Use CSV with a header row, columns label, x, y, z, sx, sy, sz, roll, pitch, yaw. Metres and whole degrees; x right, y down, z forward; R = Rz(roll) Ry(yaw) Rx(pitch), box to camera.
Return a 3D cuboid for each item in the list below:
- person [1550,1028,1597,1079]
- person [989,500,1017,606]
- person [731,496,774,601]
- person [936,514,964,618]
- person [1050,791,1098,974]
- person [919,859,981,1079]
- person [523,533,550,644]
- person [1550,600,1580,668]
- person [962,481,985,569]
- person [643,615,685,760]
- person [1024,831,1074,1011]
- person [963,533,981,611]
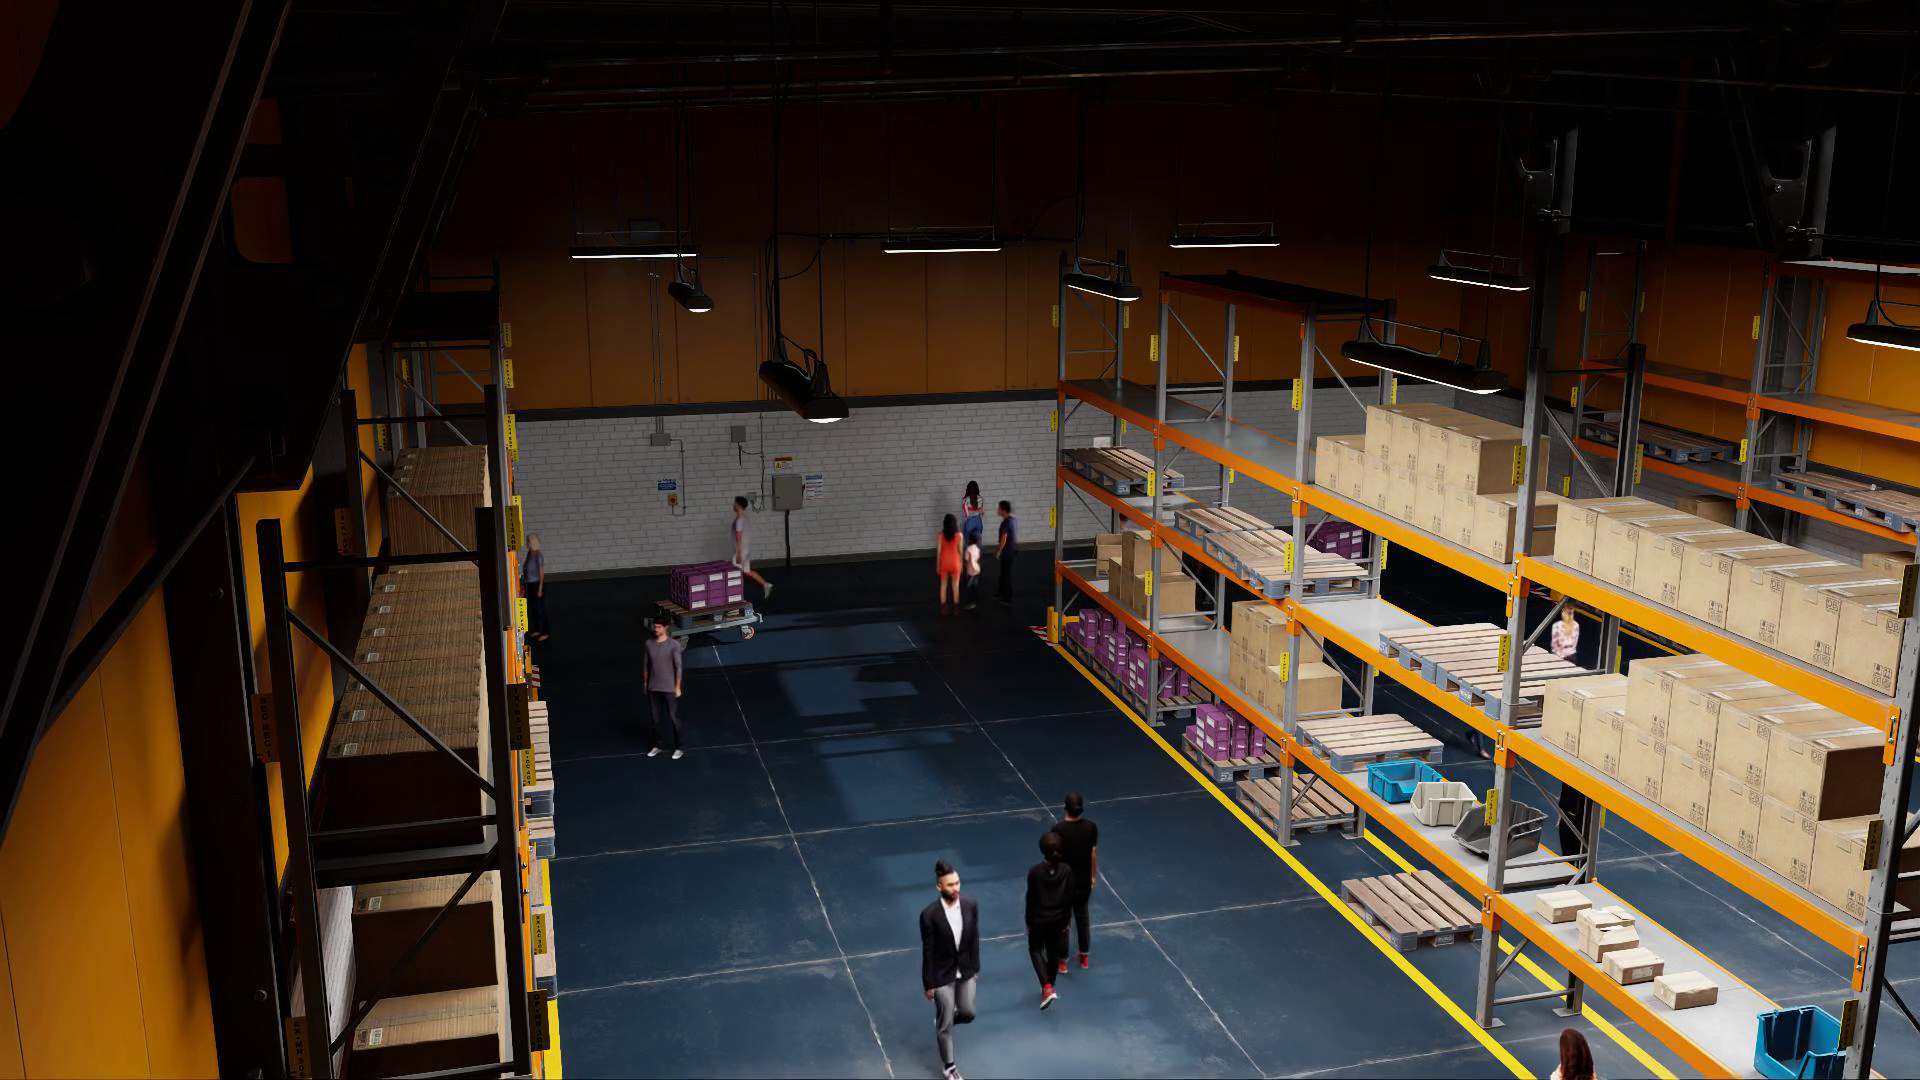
label,x,y,z,sx,sy,sz,roll,pitch,yaw
person,4.409,4.214,11.906,0.641,1.463,0.916,-6,15,-23
person,0.818,0.215,27.760,0.891,1.773,0.782,4,14,16
person,-3.540,0.193,27.724,1.013,1.835,1.120,2,14,7
person,-0.149,0.409,27.072,0.617,1.721,0.589,-1,14,-6
person,1.047,3.182,15.542,0.641,1.758,0.571,-5,14,-19
person,-0.128,3.520,13.766,0.817,1.936,0.961,-7,15,-27
person,-6.568,0.727,25.758,0.720,1.721,0.596,-12,18,-40
person,8.118,1.647,22.262,0.668,1.578,1.130,-2,14,-8
person,0.239,-0.290,30.188,0.613,1.614,0.547,-6,15,-22
person,-3.728,1.831,20.928,0.748,1.849,0.738,4,14,16
person,0.807,3.413,14.796,0.607,1.660,0.838,-3,14,-11
person,0.236,0.530,27.466,0.596,1.299,0.616,-12,18,-42
